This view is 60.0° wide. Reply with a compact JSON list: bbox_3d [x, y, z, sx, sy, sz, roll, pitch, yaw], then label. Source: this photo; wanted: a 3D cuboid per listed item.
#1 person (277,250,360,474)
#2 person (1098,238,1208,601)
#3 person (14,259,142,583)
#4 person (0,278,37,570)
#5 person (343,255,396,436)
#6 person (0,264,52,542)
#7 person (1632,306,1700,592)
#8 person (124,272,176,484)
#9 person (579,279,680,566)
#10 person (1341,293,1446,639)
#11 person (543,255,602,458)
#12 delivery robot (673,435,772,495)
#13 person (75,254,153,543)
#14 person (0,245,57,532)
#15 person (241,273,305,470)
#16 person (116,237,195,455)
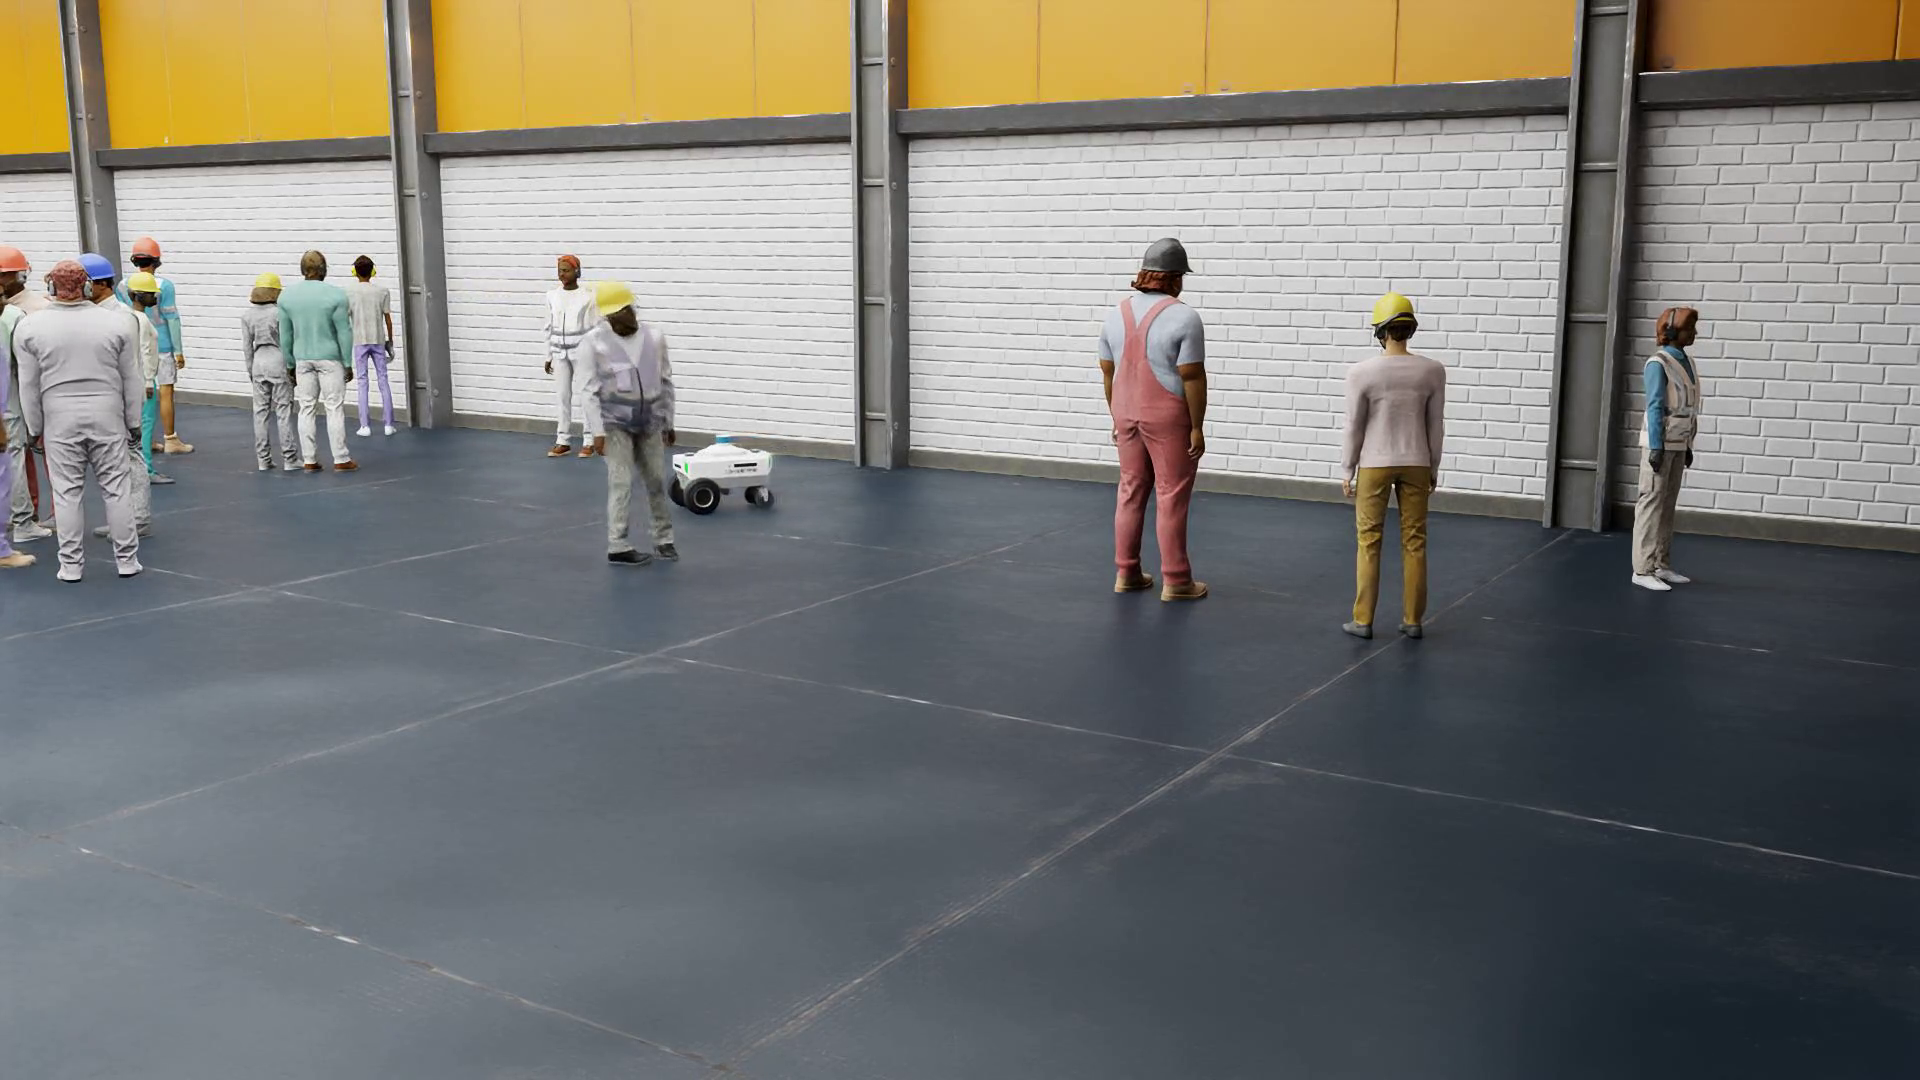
[{"bbox_3d":[-5.560,-1.534,14.414,0.629,1.940,0.376,1,10,4],"label":"person"},{"bbox_3d":[1.154,-0.688,9.444,0.536,2.000,0.688,-10,14,-44],"label":"person"},{"bbox_3d":[-5.205,-0.699,9.878,0.643,1.909,0.409,-6,12,-30],"label":"person"},{"bbox_3d":[-5.974,-0.724,10.227,0.342,1.836,0.524,-7,13,-35],"label":"person"},{"bbox_3d":[-6.138,-2.009,17.245,0.519,1.868,0.335,-5,11,-24],"label":"person"},{"bbox_3d":[-6.480,-0.930,11.132,0.596,1.914,0.370,0,10,-1],"label":"person"},{"bbox_3d":[4.121,-0.535,9.694,0.308,1.645,0.514,9,14,42],"label":"person"},{"bbox_3d":[-6.759,-1.338,13.834,0.334,1.759,0.515,-6,12,-31],"label":"person"},{"bbox_3d":[-2.045,-0.727,10.352,0.623,1.794,0.423,-7,12,-35],"label":"person"},{"bbox_3d":[2.183,-0.365,8.444,0.524,1.761,0.339,-1,10,-3],"label":"person"},{"bbox_3d":[-3.614,-1.703,15.507,0.574,1.883,0.355,3,11,14],"label":"person"},{"bbox_3d":[-1.782,-0.547,12.520,0.707,0.478,0.477,-5,11,-25],"label":"delivery robot"},{"bbox_3d":[-5.719,-0.951,11.212,0.617,1.933,0.421,9,13,40],"label":"person"},{"bbox_3d":[-6.496,-1.038,11.539,0.616,1.985,0.407,3,11,16],"label":"person"},{"bbox_3d":[-6.058,-1.481,14.684,0.483,1.735,0.311,2,10,9],"label":"person"},{"bbox_3d":[-7.583,-1.815,15.677,0.615,2.043,0.373,2,10,13],"label":"person"}]
